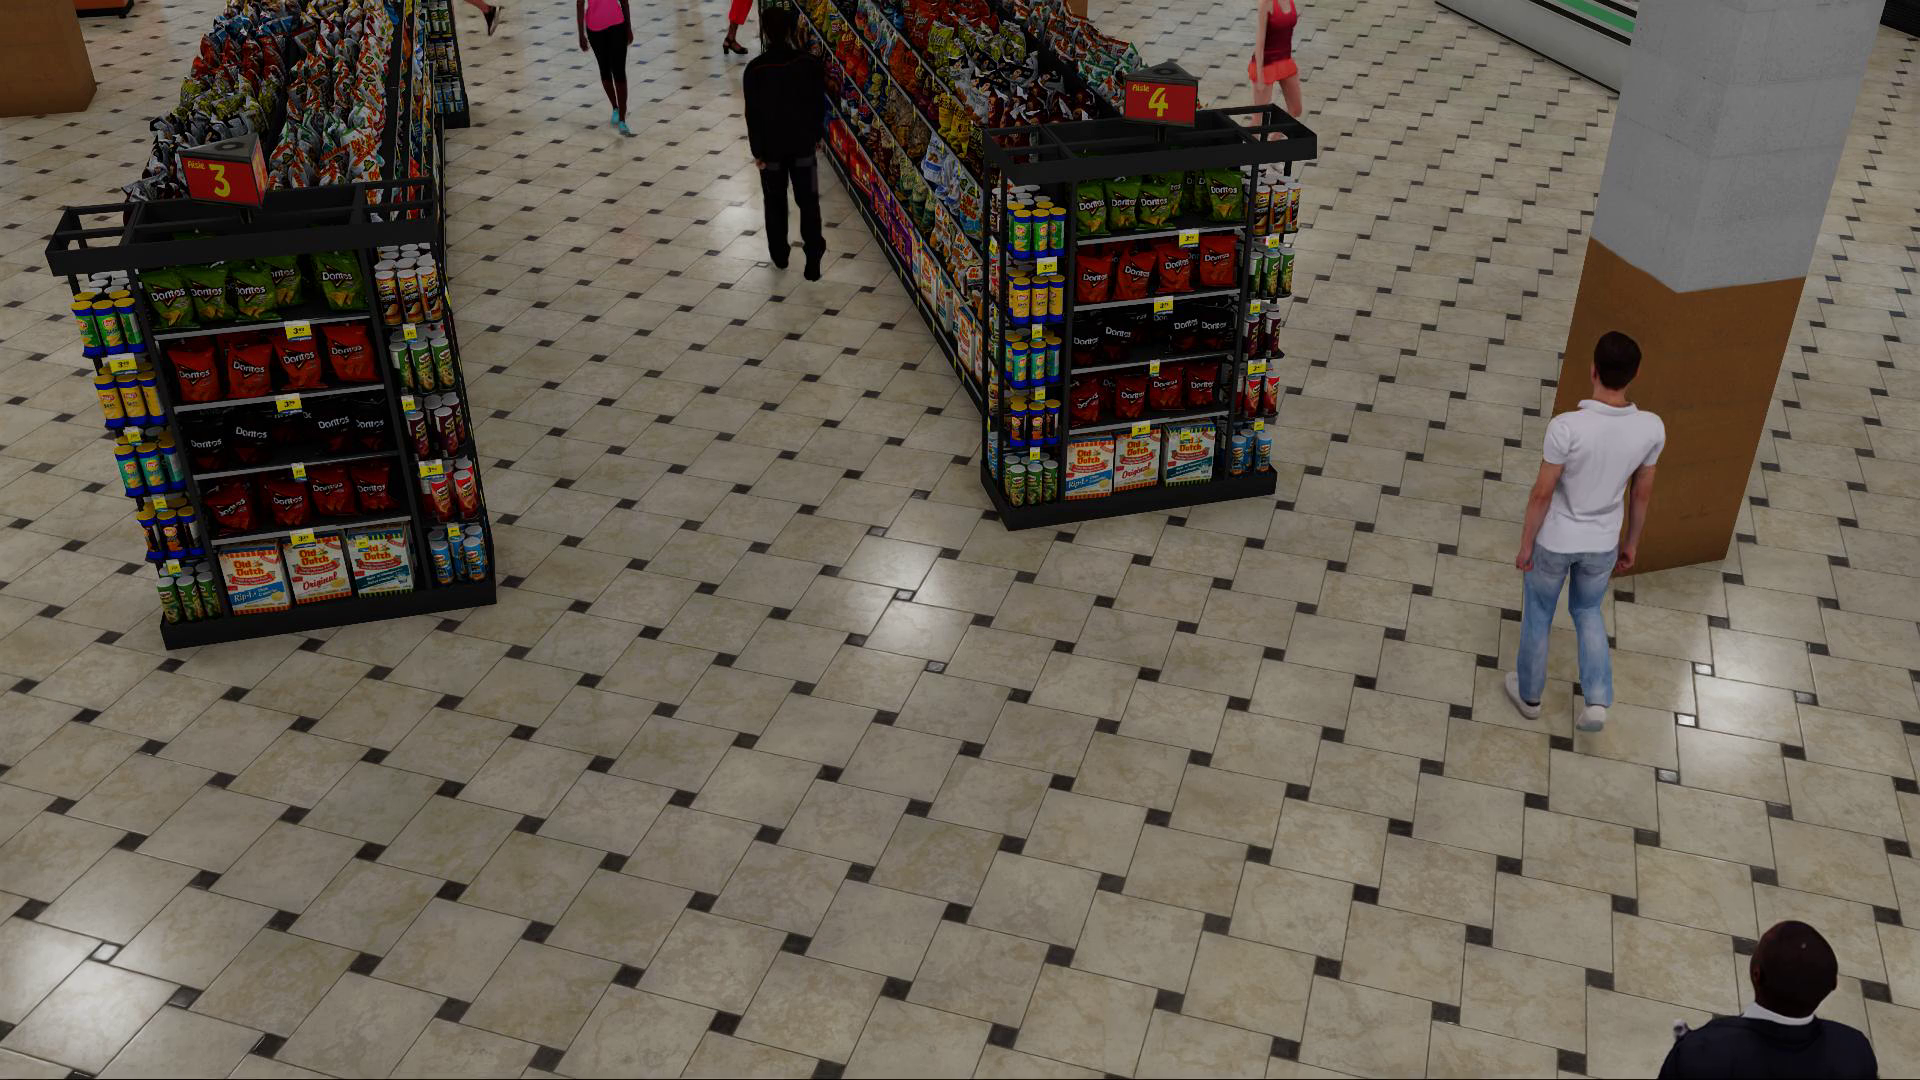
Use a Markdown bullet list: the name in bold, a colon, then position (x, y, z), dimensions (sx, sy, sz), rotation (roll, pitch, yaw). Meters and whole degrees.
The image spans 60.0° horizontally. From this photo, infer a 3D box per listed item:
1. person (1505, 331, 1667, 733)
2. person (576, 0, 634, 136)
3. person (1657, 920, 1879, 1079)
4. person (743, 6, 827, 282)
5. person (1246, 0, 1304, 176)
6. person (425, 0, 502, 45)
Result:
- **person**: position (2.569, 0.058, 6.854), dimensions (0.746, 1.836, 0.943), rotation (-2, 32, -4)
- **person**: position (-2.984, -4.321, 14.025), dimensions (0.666, 1.695, 1.027), rotation (-4, 32, -7)
- **person**: position (1.930, 1.684, 4.252), dimensions (0.751, 1.824, 0.675), rotation (-1, 32, -1)
- **person**: position (-1.140, -2.608, 11.158), dimensions (0.708, 1.815, 1.005), rotation (-8, 33, -13)
- **person**: position (2.382, -3.703, 12.989), dimensions (0.699, 1.739, 0.742), rotation (-22, 38, -32)
- **person**: position (-4.929, -5.738, 16.159), dimensions (0.724, 1.846, 0.932), rotation (-8, 33, -12)
